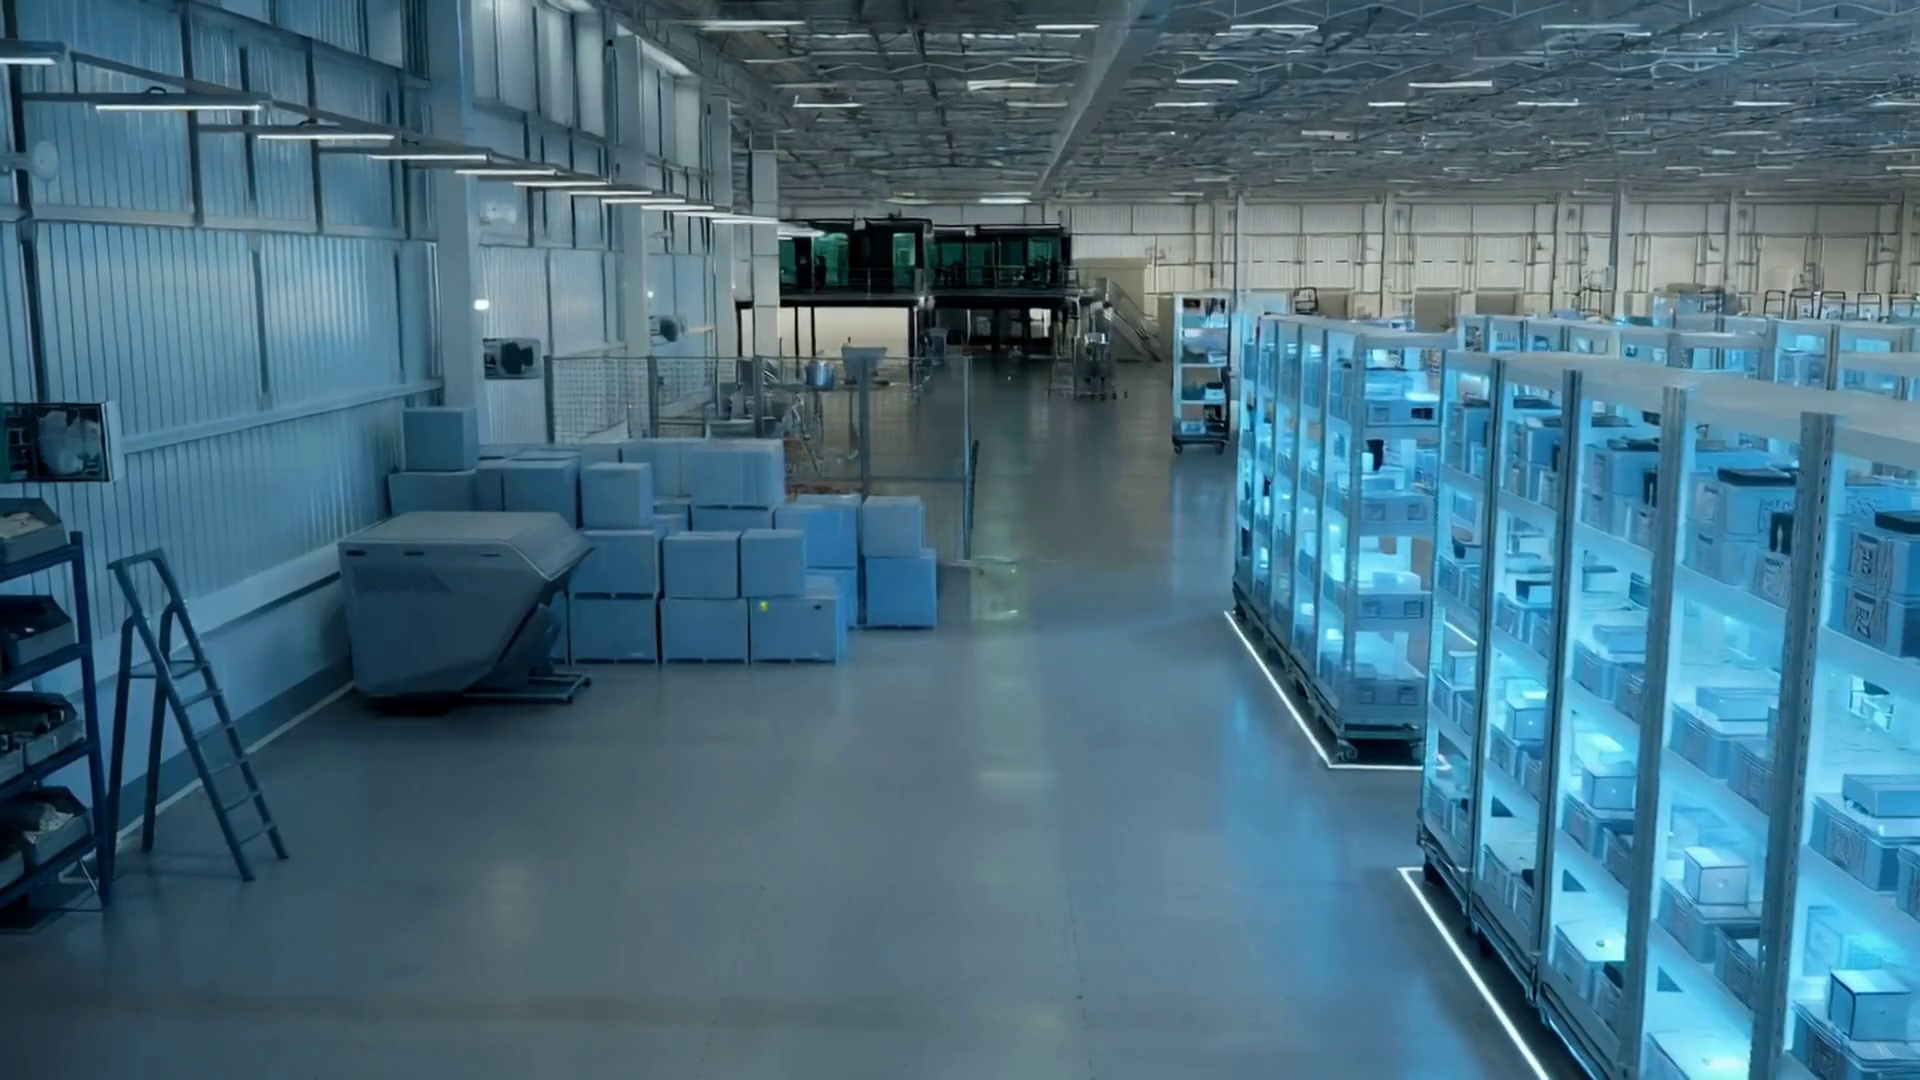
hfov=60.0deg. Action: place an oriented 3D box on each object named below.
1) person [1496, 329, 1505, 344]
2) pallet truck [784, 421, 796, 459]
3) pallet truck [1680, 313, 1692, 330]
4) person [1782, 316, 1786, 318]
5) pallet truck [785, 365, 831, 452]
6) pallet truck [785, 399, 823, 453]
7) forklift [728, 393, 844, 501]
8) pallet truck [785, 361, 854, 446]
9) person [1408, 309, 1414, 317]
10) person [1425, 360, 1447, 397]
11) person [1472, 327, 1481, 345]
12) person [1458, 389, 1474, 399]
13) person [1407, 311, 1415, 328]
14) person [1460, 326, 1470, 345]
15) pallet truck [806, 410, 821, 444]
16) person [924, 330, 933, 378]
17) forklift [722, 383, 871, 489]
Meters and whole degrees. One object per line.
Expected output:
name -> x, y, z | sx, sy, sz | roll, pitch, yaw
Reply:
person -> 25.141, -9.323, 77.215 | 1.014, 1.877, 0.593 | 2, 9, 10
pallet truck -> -4.013, -1.793, 32.705 | 1.601, 1.201, 0.680 | 0, 9, 1
pallet truck -> 36.315, -10.531, 84.244 | 0.823, 1.965, 1.885 | -6, 11, -33
person -> 40.386, -10.039, 81.519 | 0.789, 1.916, 0.637 | -5, 10, -27
pallet truck -> -3.774, -2.976, 37.635 | 1.885, 1.965, 0.823 | 1, 9, 5
pallet truck -> -3.814, -2.432, 36.419 | 1.630, 1.274, 0.653 | 0, 9, 1
forklift -> -2.979, -1.316, 26.476 | 2.680, 1.987, 1.157 | 0, 9, 1
pallet truck -> -3.410, -3.193, 38.978 | 1.885, 1.965, 0.823 | 0, 9, -1
person -> 25.609, -12.176, 94.634 | 0.397, 1.920, 0.586 | 6, 11, 34
person -> 10.977, -3.162, 38.639 | 0.605, 2.045, 0.377 | 0, 9, 1
person -> 20.468, -7.510, 66.024 | 0.534, 1.861, 0.310 | -8, 12, -40
person -> 13.758, -4.096, 44.958 | 0.989, 1.855, 0.646 | 1, 9, 7
person -> 25.378, -11.992, 93.784 | 0.576, 1.824, 0.636 | -1, 9, -8
person -> 24.595, -9.984, 81.215 | 0.586, 1.882, 0.340 | 6, 11, 35
pallet truck -> -3.559, -2.018, 33.905 | 1.522, 1.261, 0.704 | 0, 9, -1
person -> -1.212, -7.150, 63.870 | 0.346, 1.842, 0.506 | 3, 10, 20
forklift -> -2.893, -1.687, 28.729 | 2.680, 1.987, 1.157 | 0, 9, -1
